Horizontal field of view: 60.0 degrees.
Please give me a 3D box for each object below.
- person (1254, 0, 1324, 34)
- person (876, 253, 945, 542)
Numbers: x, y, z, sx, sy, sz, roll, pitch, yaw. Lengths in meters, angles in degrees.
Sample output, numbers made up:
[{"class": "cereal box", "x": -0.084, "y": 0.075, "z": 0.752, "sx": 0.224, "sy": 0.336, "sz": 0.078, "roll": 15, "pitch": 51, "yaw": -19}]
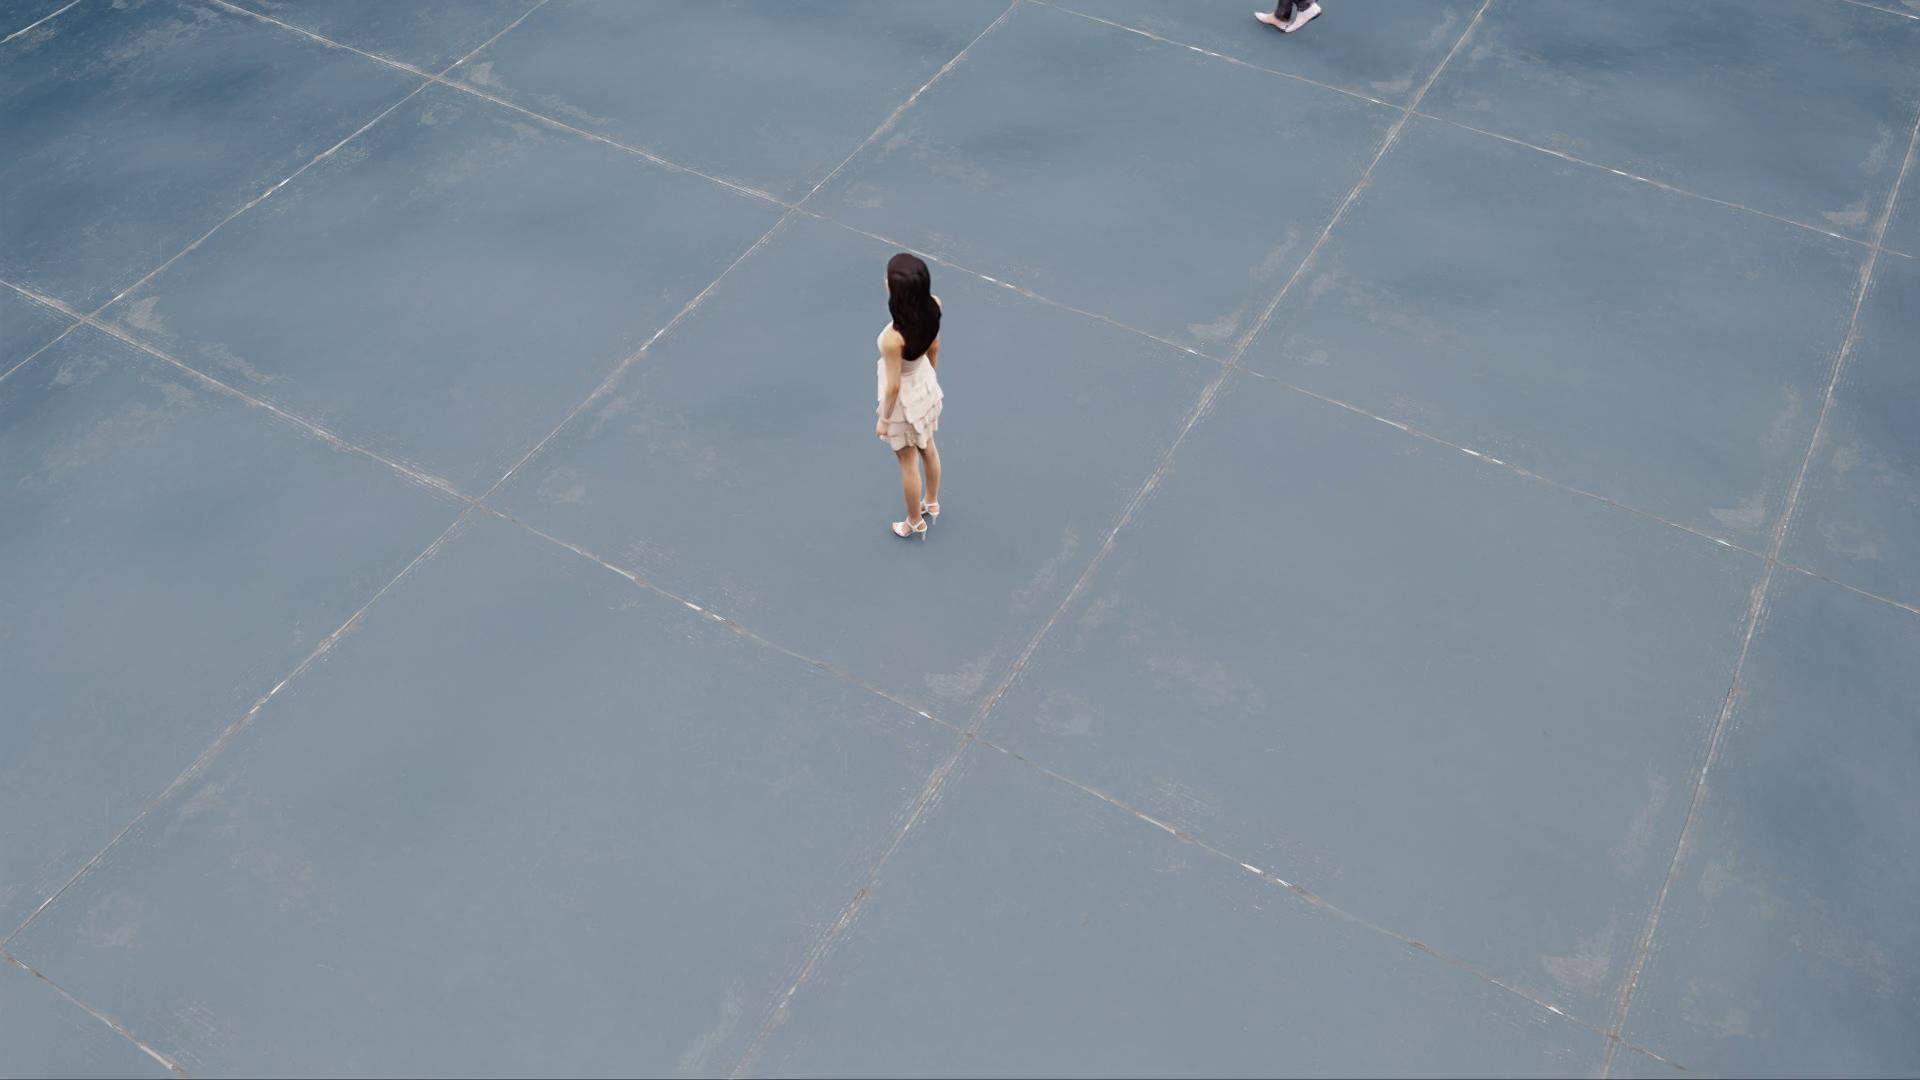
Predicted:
[{"class": "person", "x": 2.332, "y": -4.237, "z": 11.253, "sx": 0.851, "sy": 1.808, "sz": 0.763, "roll": 31, "pitch": 55, "yaw": 26}, {"class": "person", "x": -0.228, "y": -0.659, "z": 7.995, "sx": 0.546, "sy": 1.735, "sz": 0.592, "roll": 27, "pitch": 53, "yaw": 23}]
